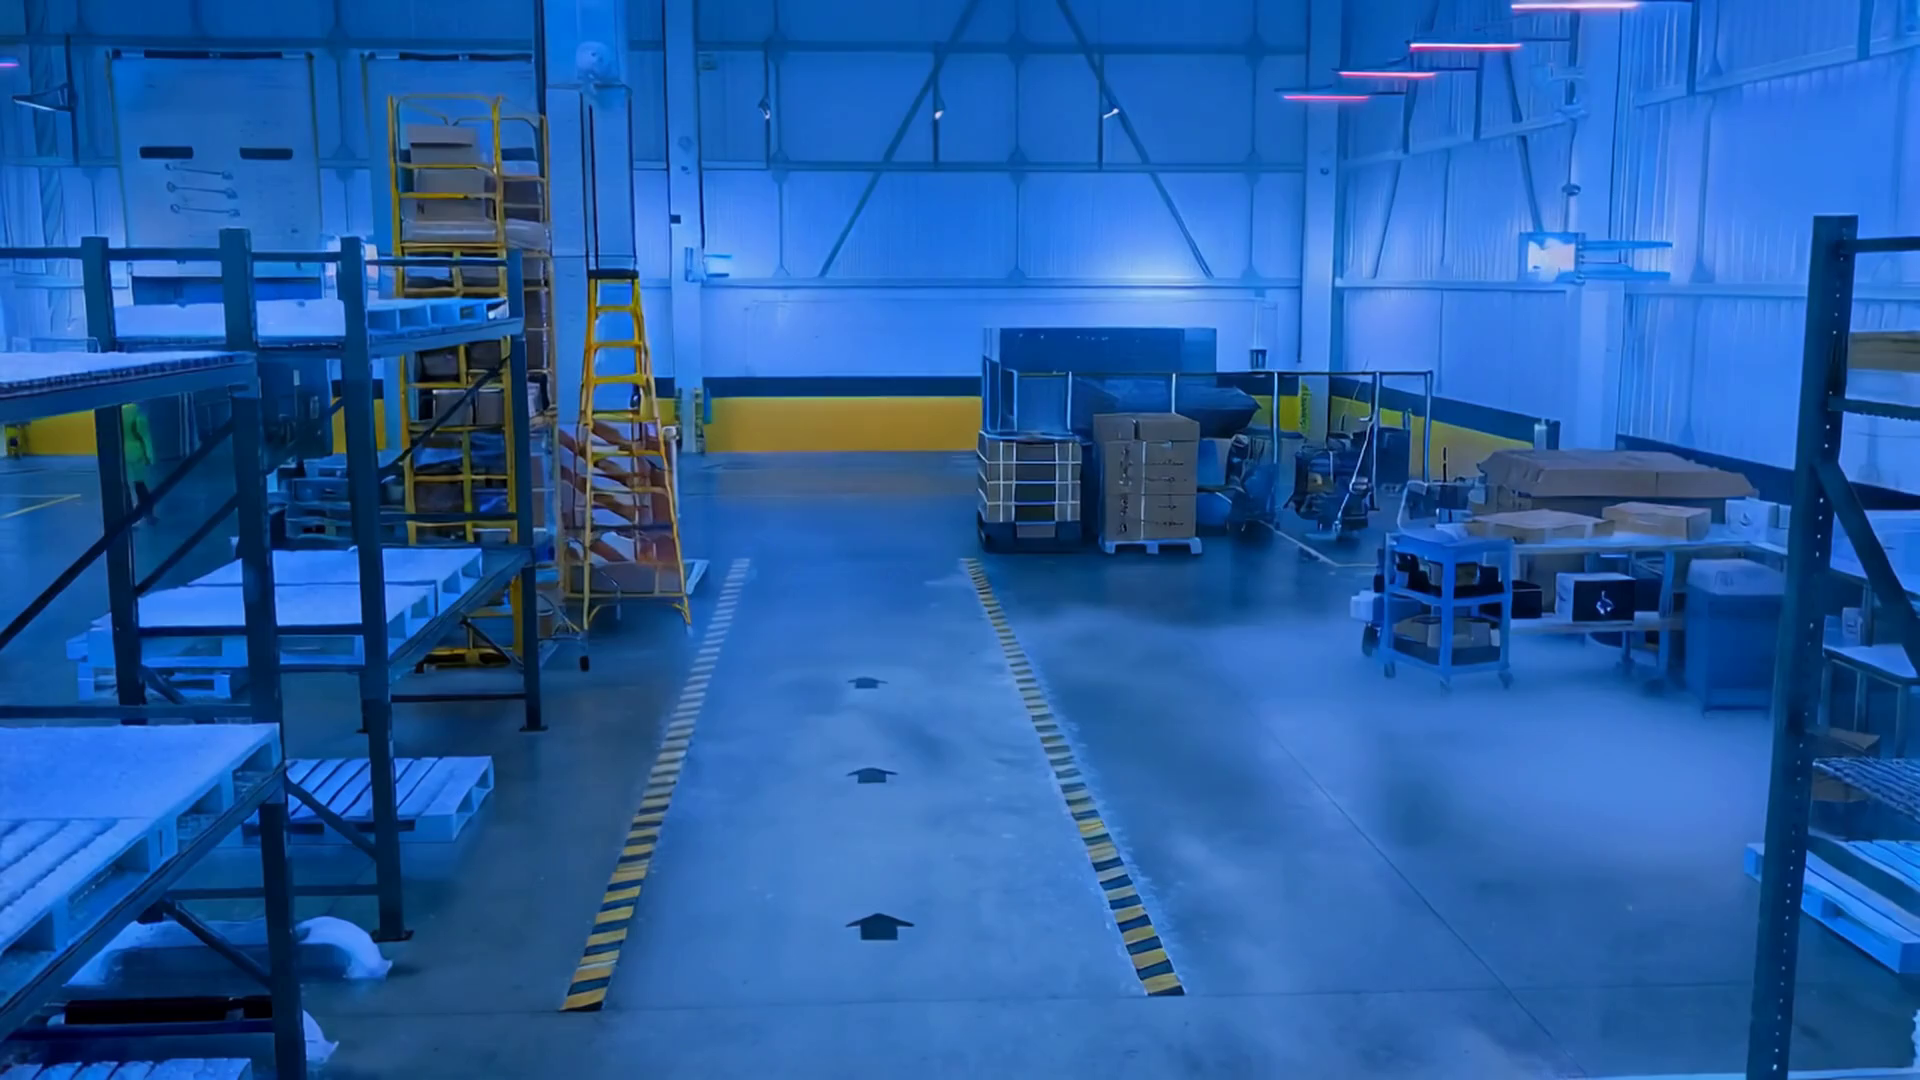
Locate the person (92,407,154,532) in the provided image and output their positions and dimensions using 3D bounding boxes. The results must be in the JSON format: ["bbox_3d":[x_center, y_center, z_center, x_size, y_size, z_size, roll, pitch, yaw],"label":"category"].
[{"bbox_3d":[-9.424,-0.923,18.712,0.566,1.659,0.446,-7,11,-36],"label":"person"}]

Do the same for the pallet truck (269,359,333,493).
[{"bbox_3d":[-7.062,-1.131,18.996,1.885,1.965,0.823,2,9,13],"label":"pallet truck"}]
